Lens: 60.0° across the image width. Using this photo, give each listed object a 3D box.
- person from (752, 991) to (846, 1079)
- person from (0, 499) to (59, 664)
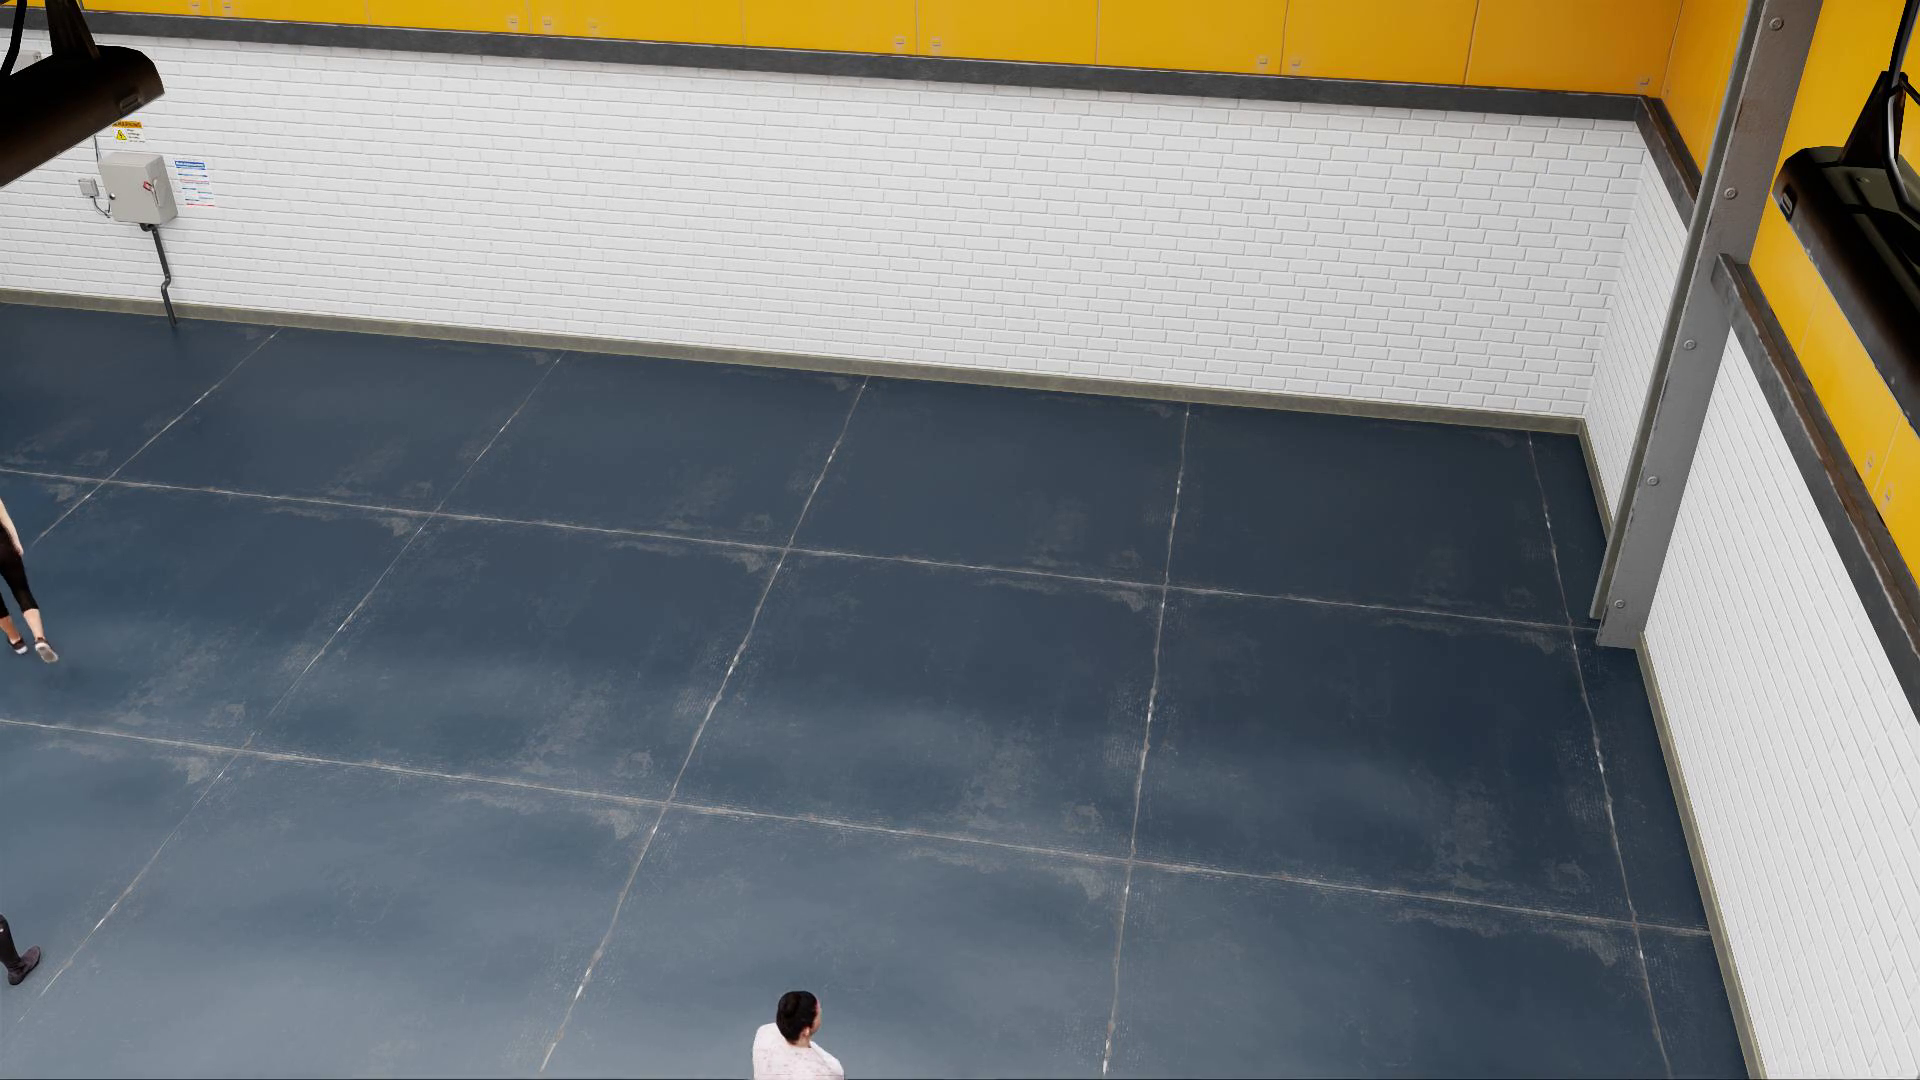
[{"bbox_3d":[-0.786,2.732,7.645,0.837,1.732,0.870,26,42,34],"label":"person"},{"bbox_3d":[-6.698,0.154,11.545,0.981,1.709,1.001,-26,42,-34],"label":"person"}]
